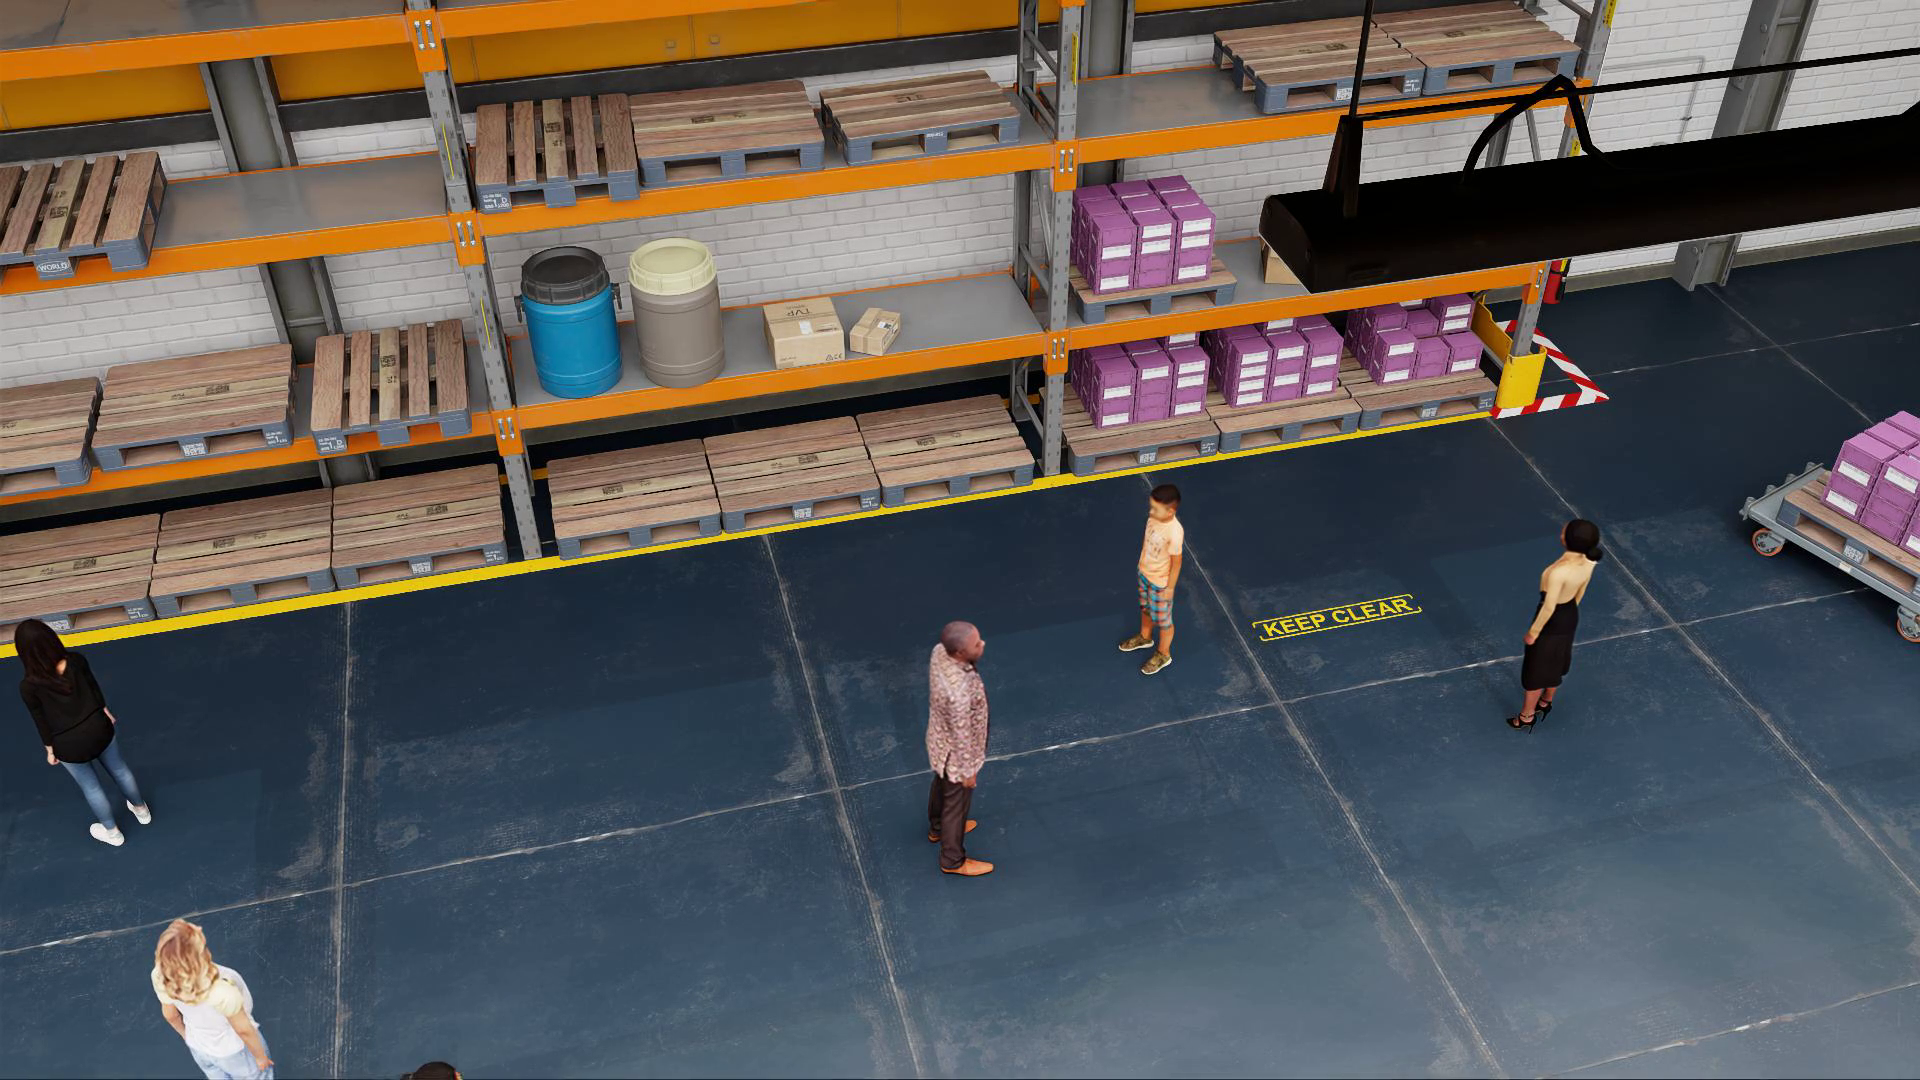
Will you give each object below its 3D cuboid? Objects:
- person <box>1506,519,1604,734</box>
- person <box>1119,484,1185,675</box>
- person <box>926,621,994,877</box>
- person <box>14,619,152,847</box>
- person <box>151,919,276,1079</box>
[{"bbox_3d":[3.713,0.534,10.413,0.592,1.653,0.714,-25,45,-28],"label":"person"},{"bbox_3d":[1.309,0.222,10.957,0.550,1.461,0.564,-18,42,-21],"label":"person"},{"bbox_3d":[-0.035,1.163,9.502,0.575,1.807,0.691,-8,39,-10],"label":"person"},{"bbox_3d":[-5.134,1.116,9.691,0.714,1.645,0.638,23,44,26],"label":"person"},{"bbox_3d":[-3.526,2.427,7.987,0.647,1.722,0.764,10,40,12],"label":"person"}]
